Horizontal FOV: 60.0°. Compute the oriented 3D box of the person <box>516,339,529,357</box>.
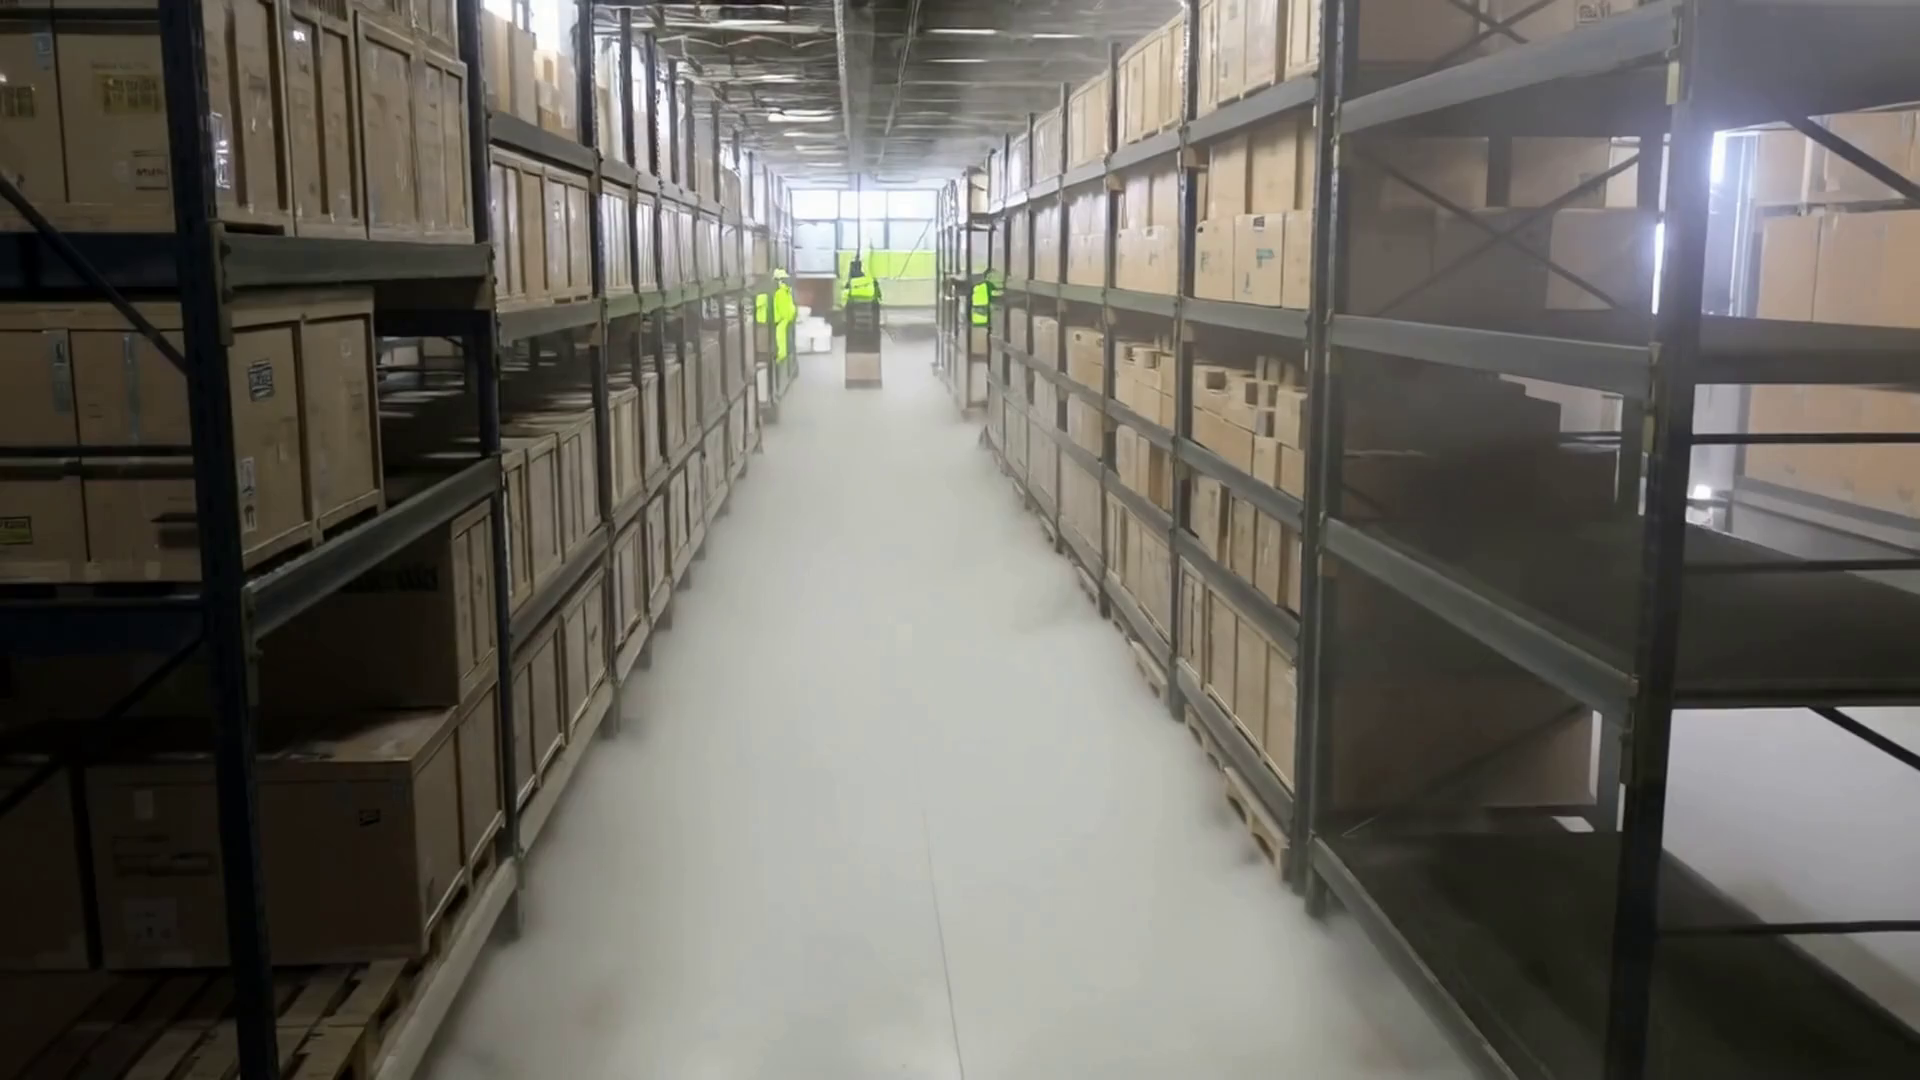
[{"bbox_3d":[-10.411,-3.848,40.147,0.622,2.000,1.070,-1,10,-5],"label":"person"}]

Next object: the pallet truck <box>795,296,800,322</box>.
[{"bbox_3d":[-8.622,-12.439,91.403,1.885,1.965,0.823,2,10,13],"label":"pallet truck"}]

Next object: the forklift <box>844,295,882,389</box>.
[{"bbox_3d":[-2.947,-6.010,50.367,1.129,2.768,1.873,-1,10,-4],"label":"forklift"}]
